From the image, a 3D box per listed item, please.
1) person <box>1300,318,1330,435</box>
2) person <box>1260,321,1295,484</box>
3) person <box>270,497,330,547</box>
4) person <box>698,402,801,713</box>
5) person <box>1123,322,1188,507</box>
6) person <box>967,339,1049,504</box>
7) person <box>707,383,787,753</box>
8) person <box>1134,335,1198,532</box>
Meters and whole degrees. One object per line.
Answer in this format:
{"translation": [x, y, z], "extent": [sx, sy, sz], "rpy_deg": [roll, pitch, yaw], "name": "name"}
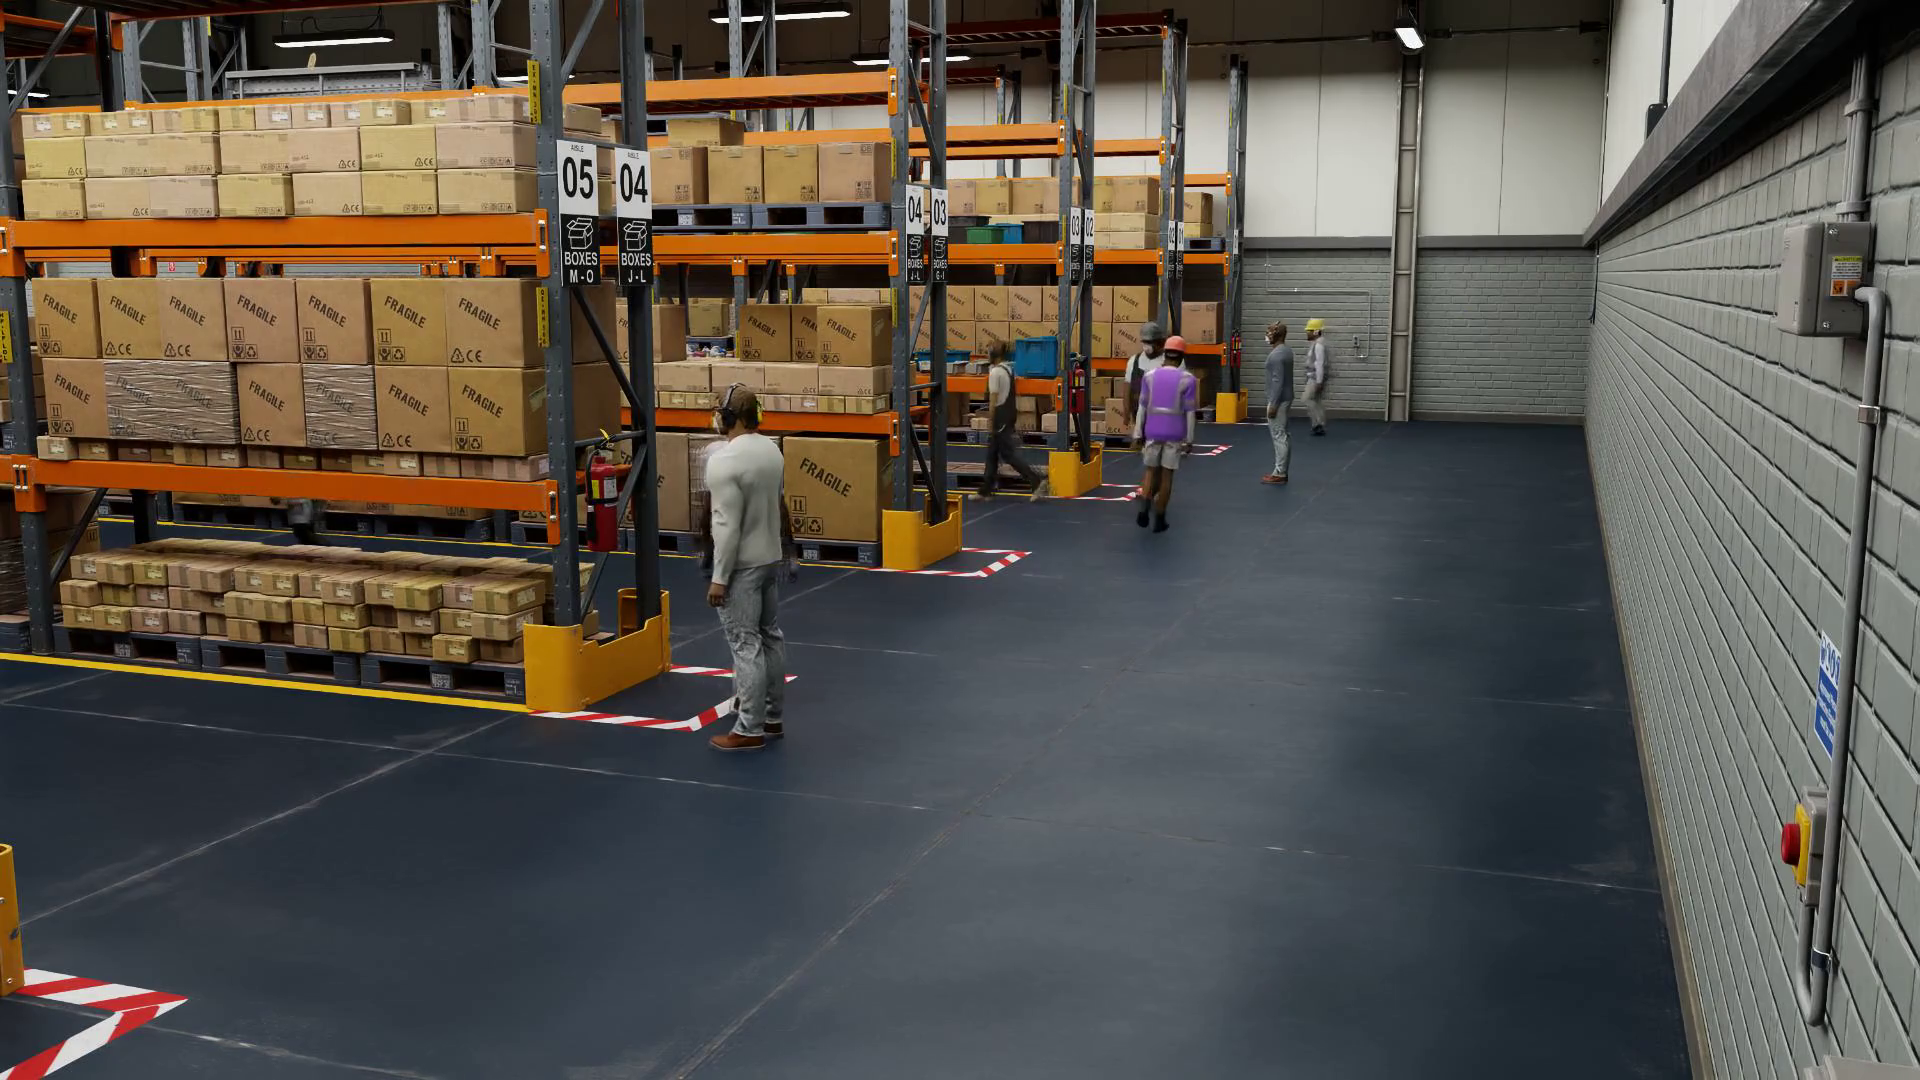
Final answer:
{"translation": [5.471, -2.502, 25.657], "extent": [0.439, 1.817, 0.610], "rpy_deg": [2, 9, 14], "name": "person"}
{"translation": [3.785, -1.628, 19.798], "extent": [0.376, 1.940, 0.629], "rpy_deg": [3, 10, 21], "name": "person"}
{"translation": [-5.095, -0.418, 13.059], "extent": [0.761, 1.673, 0.531], "rpy_deg": [3, 10, 20], "name": "person"}
{"translation": [-1.169, 0.050, 9.657], "extent": [0.605, 1.828, 0.736], "rpy_deg": [4, 10, 24], "name": "person"}
{"translation": [2.046, -1.369, 17.868], "extent": [0.689, 2.000, 1.046], "rpy_deg": [7, 11, 36], "name": "person"}
{"translation": [0.534, -1.284, 18.091], "extent": [0.884, 1.804, 0.574], "rpy_deg": [4, 10, 22], "name": "person"}
{"translation": [-1.128, 0.148, 8.717], "extent": [0.376, 1.940, 0.629], "rpy_deg": [3, 10, 21], "name": "person"}
{"translation": [2.009, -1.027, 16.148], "extent": [0.585, 1.904, 0.473], "rpy_deg": [4, 10, 22], "name": "person"}
